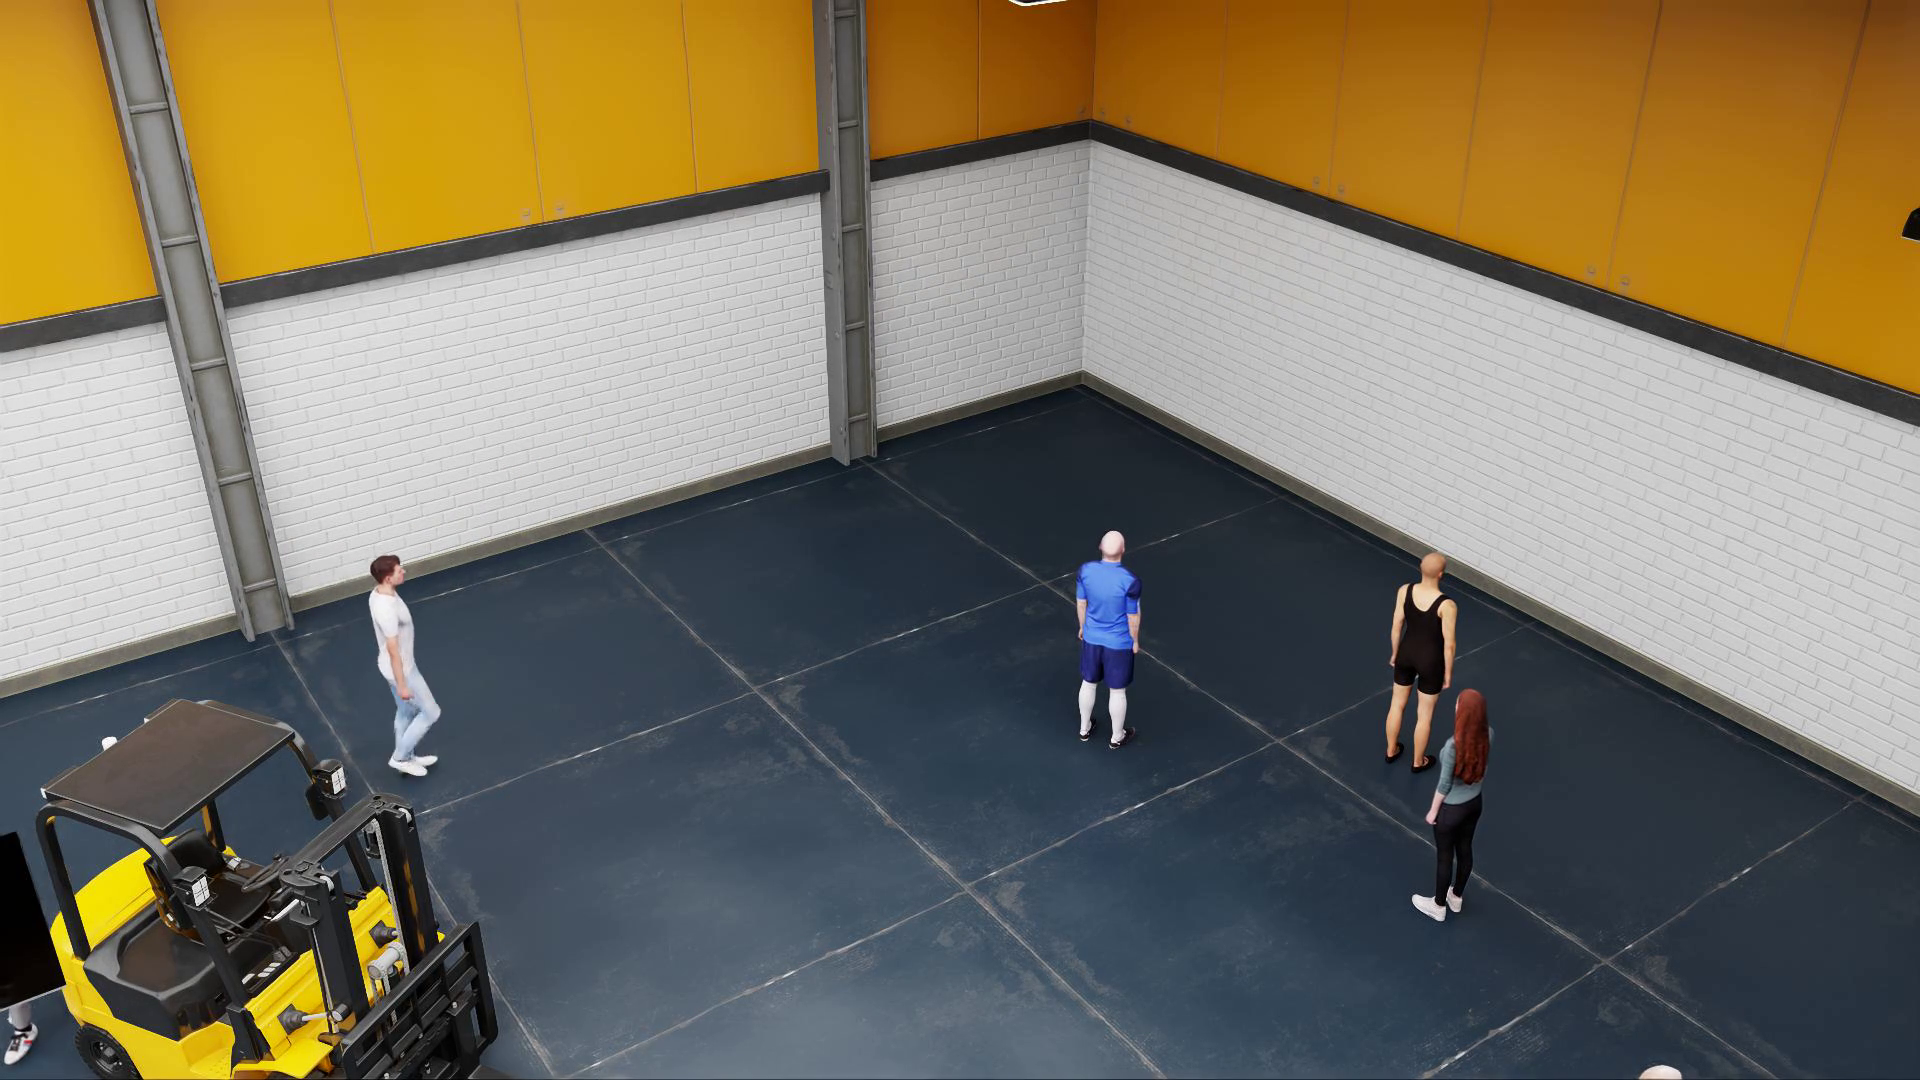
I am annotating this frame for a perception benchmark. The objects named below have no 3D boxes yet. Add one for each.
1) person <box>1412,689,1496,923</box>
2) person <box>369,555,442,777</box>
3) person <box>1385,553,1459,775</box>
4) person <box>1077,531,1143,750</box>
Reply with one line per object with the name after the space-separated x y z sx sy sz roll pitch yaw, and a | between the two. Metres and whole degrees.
3.249 1.733 10.867 0.504 1.743 0.676 -14 32 -24 | person
-4.197 0.970 12.169 0.706 1.837 0.730 -12 31 -22 | person
3.399 0.903 12.313 0.690 1.815 0.592 24 37 37 | person
1.116 0.743 12.576 0.753 1.844 0.734 15 32 25 | person
